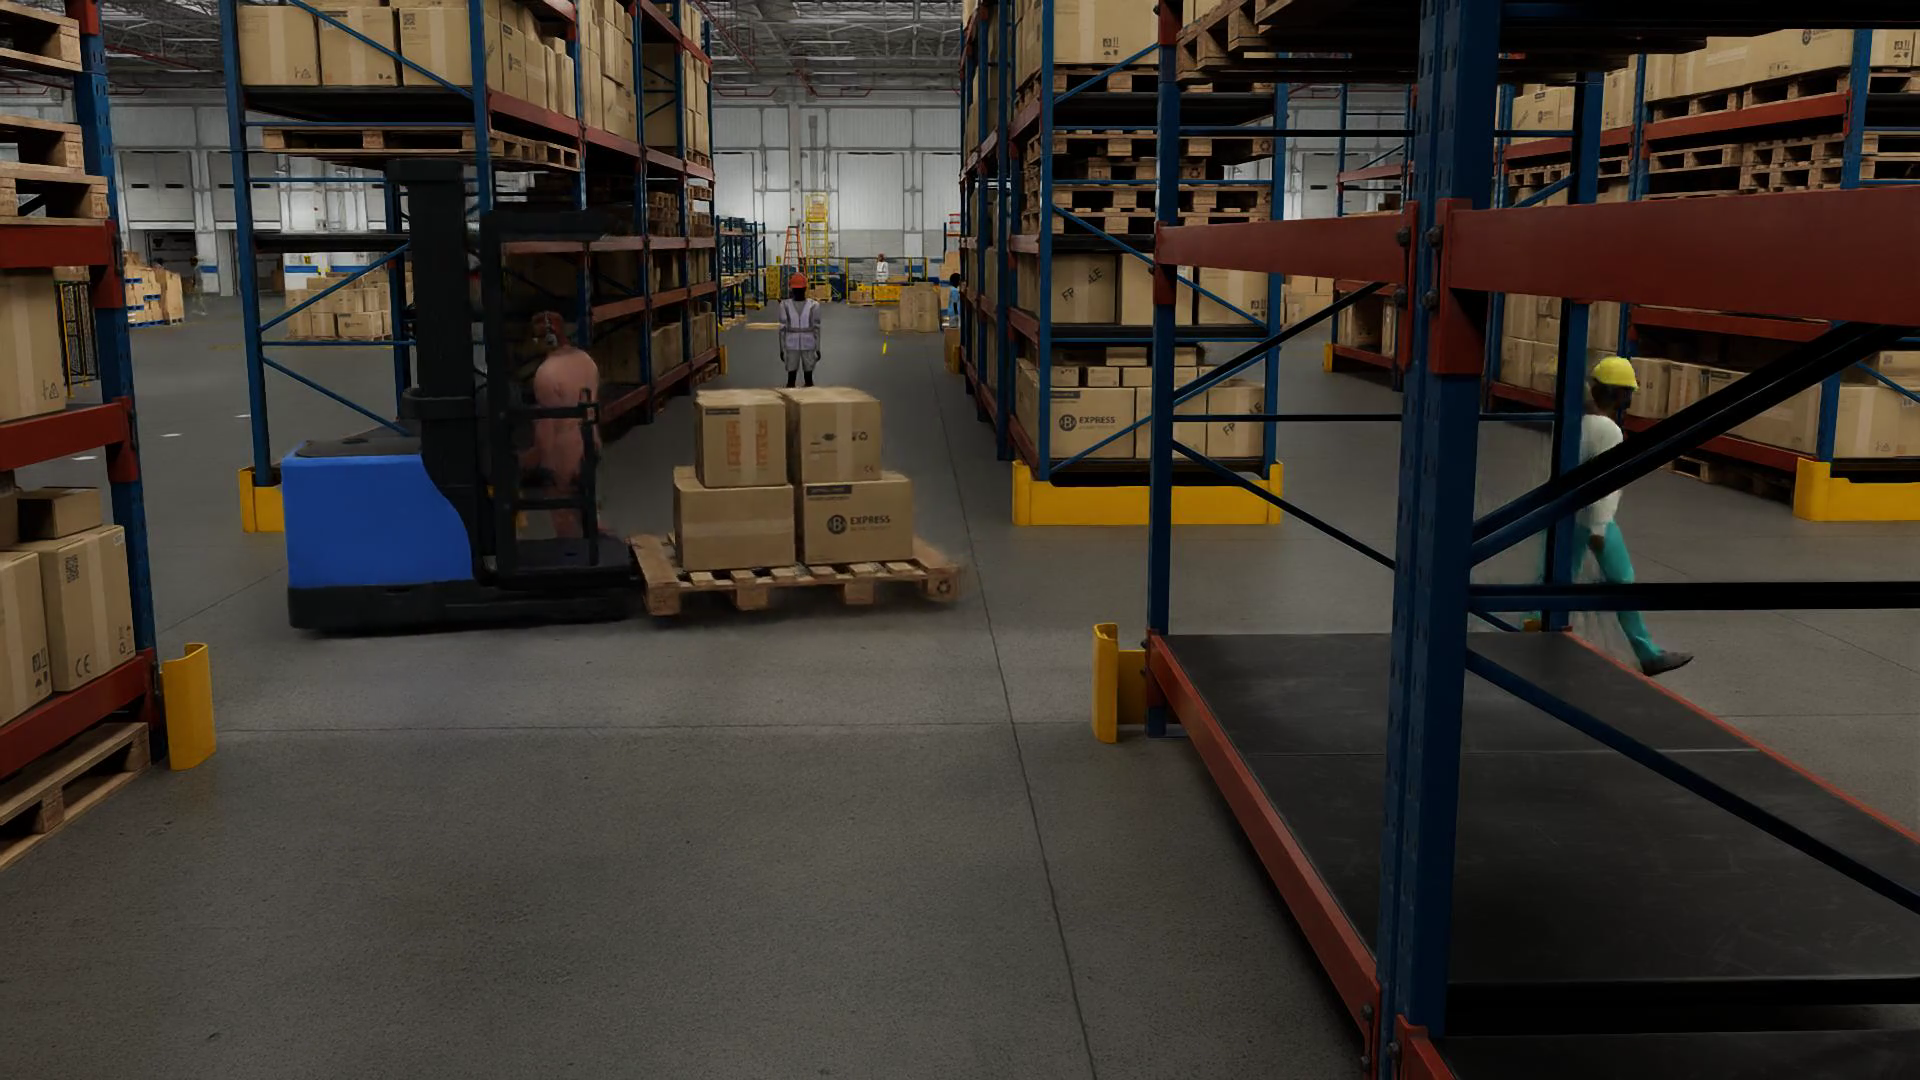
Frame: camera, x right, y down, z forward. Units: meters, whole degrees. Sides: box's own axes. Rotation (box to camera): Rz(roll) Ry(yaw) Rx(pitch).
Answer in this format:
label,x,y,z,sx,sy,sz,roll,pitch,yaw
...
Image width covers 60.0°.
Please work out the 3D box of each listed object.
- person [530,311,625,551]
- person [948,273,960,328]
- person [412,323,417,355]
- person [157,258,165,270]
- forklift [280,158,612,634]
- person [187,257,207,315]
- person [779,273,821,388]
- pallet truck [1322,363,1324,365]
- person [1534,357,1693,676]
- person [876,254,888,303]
label,x,y,z,sx,sy,sz,roll,pitch,yaw
person,-2.614,-0.588,11.163,0.490,1.885,0.677,4,11,19
person,-0.096,-4.688,34.525,0.316,1.700,0.540,-1,10,-3
person,-8.305,-3.159,26.006,0.538,1.698,0.320,-5,11,-26
person,-33.488,-11.008,69.867,0.858,1.644,0.538,-1,10,-8
forklift,-3.190,-0.927,10.285,1.873,2.768,1.129,-3,11,-15
person,-24.652,-8.165,53.474,0.741,1.844,0.565,-3,11,-17
person,-2.109,-2.547,21.945,0.551,1.932,0.377,-1,10,-4
pallet truck,7.712,-4.157,30.737,1.885,1.965,0.823,3,11,16
person,3.508,-0.110,8.942,0.883,1.719,0.545,0,10,0
person,-2.980,-9.985,63.525,0.579,1.881,0.342,10,14,43
